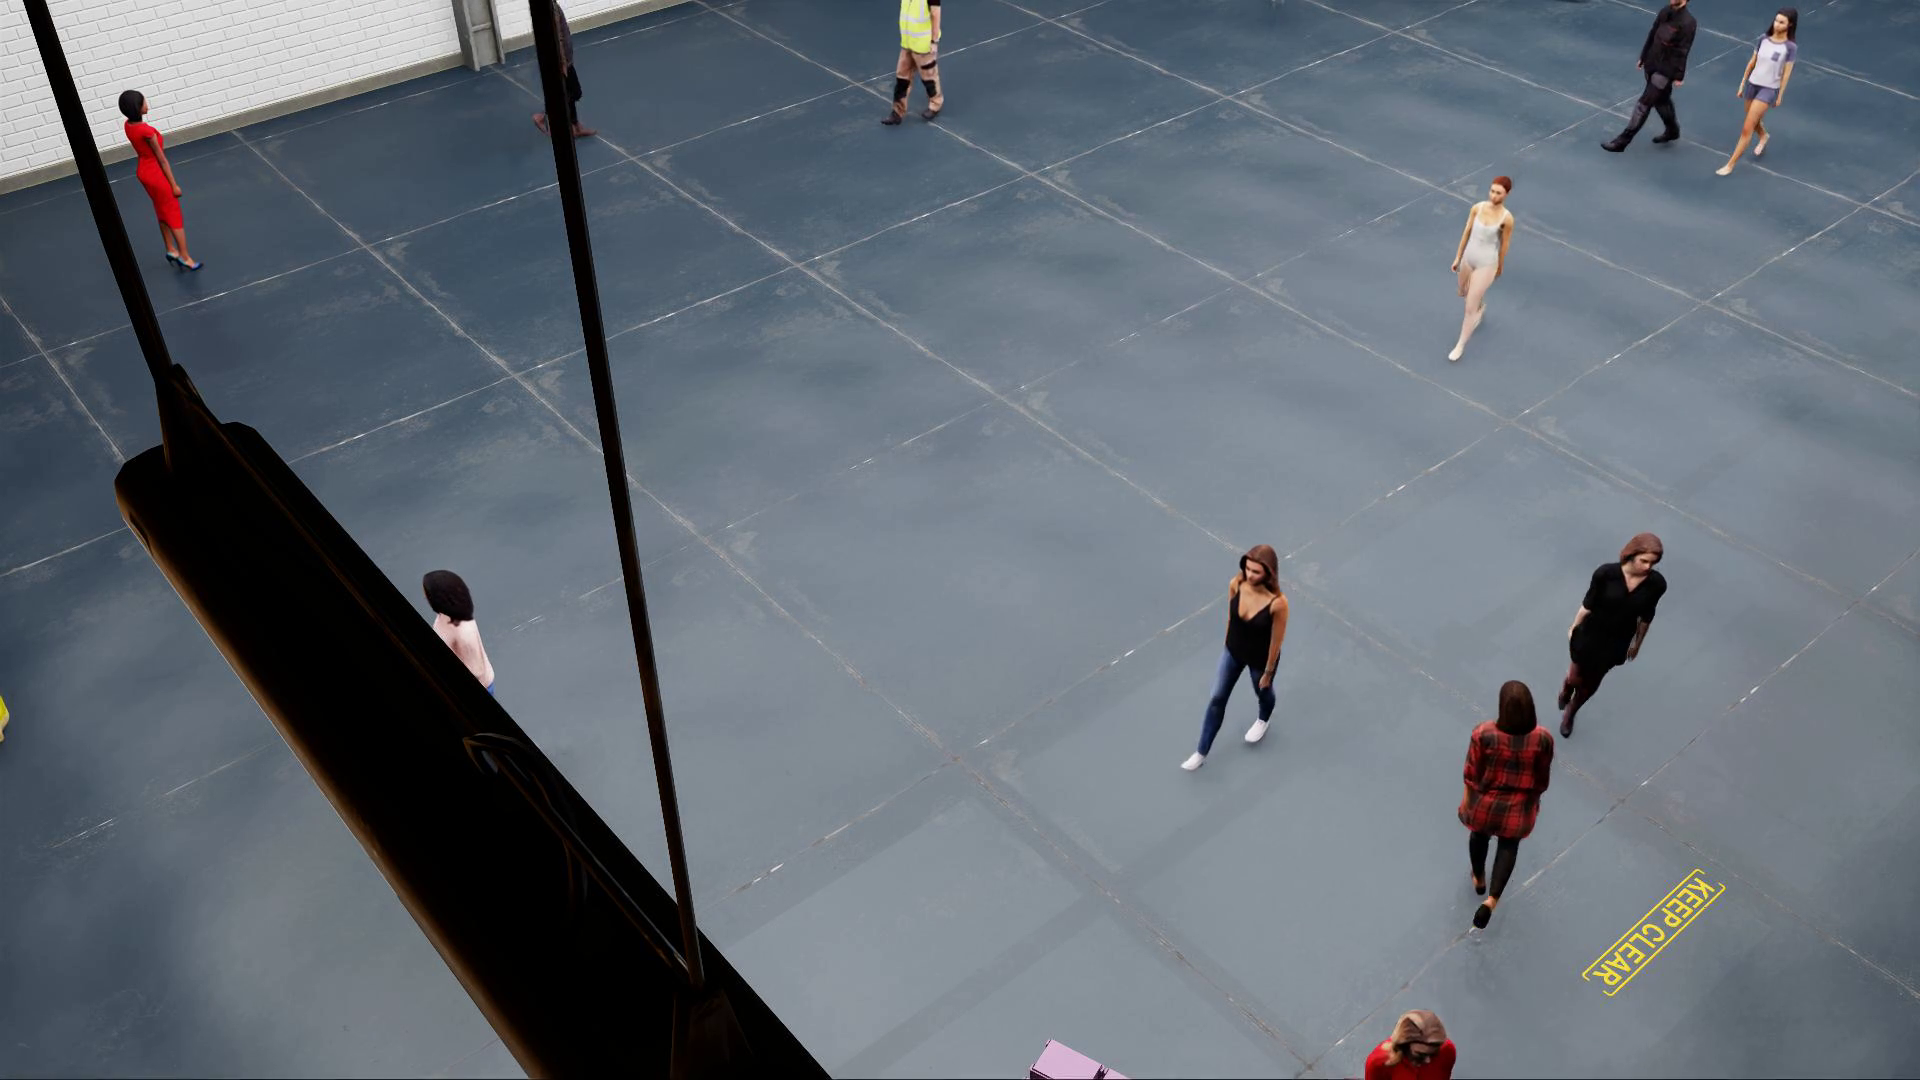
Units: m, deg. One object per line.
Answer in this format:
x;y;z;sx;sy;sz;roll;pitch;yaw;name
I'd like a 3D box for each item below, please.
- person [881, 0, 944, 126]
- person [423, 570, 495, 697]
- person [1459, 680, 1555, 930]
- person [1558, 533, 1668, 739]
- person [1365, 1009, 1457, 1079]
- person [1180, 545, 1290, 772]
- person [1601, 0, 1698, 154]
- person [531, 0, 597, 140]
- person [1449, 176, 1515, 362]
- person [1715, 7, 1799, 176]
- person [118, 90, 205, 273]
-0.399;-5.383;17.883;0.849;1.815;1.086;27;46;29;person
-2.961;0.866;10.096;0.617;1.768;0.690;-19;42;-22;person
3.040;1.519;9.352;0.913;1.676;1.029;11;40;13;person
4.090;0.556;10.549;0.769;1.687;0.822;11;40;13;person
2.026;2.680;7.897;0.989;1.678;0.939;-8;39;-10;person
1.867;0.683;10.402;0.709;1.672;1.088;28;46;30;person
7.378;-4.888;17.281;1.308;1.793;1.113;-7;39;-8;person
-4.275;-5.043;17.450;1.020;1.824;0.895;-12;40;-15;person
4.496;-2.393;14.301;0.616;1.613;1.031;31;48;33;person
8.243;-4.601;16.994;1.122;1.701;0.667;-23;44;-26;person
-7.405;-3.298;15.331;0.617;1.741;0.570;26;45;29;person
